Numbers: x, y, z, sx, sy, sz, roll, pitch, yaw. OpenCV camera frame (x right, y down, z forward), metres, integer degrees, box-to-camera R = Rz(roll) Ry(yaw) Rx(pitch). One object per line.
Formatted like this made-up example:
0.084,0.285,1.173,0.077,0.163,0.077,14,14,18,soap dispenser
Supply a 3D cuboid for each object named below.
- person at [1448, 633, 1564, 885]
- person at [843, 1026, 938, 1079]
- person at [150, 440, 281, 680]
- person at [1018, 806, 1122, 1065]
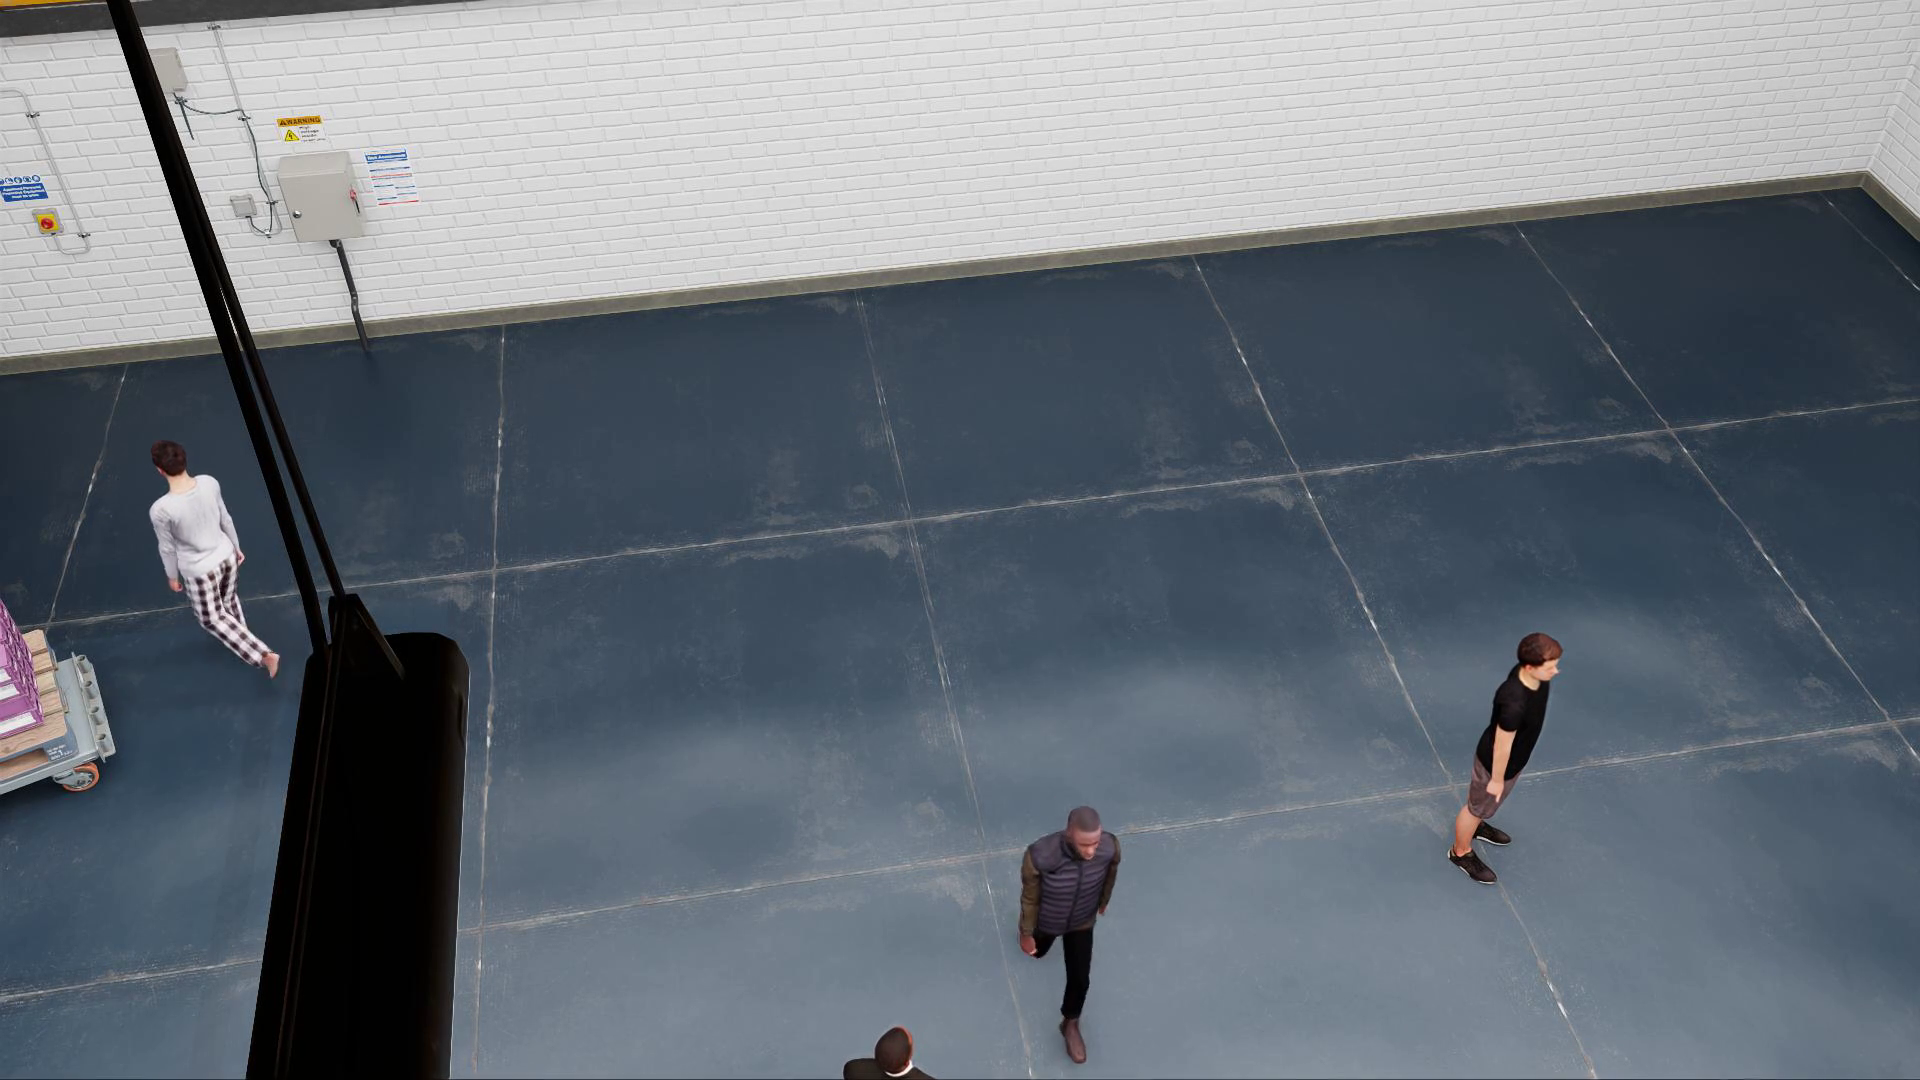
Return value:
3.077,1.183,9.419,0.821,1.862,0.744,22,48,22,person
-0.274,2.792,7.774,0.739,1.800,0.719,11,45,11,person
-4.708,0.171,10.508,1.074,1.824,1.038,23,48,22,person
0.504,1.898,8.713,0.687,1.800,1.143,-3,44,-3,person
